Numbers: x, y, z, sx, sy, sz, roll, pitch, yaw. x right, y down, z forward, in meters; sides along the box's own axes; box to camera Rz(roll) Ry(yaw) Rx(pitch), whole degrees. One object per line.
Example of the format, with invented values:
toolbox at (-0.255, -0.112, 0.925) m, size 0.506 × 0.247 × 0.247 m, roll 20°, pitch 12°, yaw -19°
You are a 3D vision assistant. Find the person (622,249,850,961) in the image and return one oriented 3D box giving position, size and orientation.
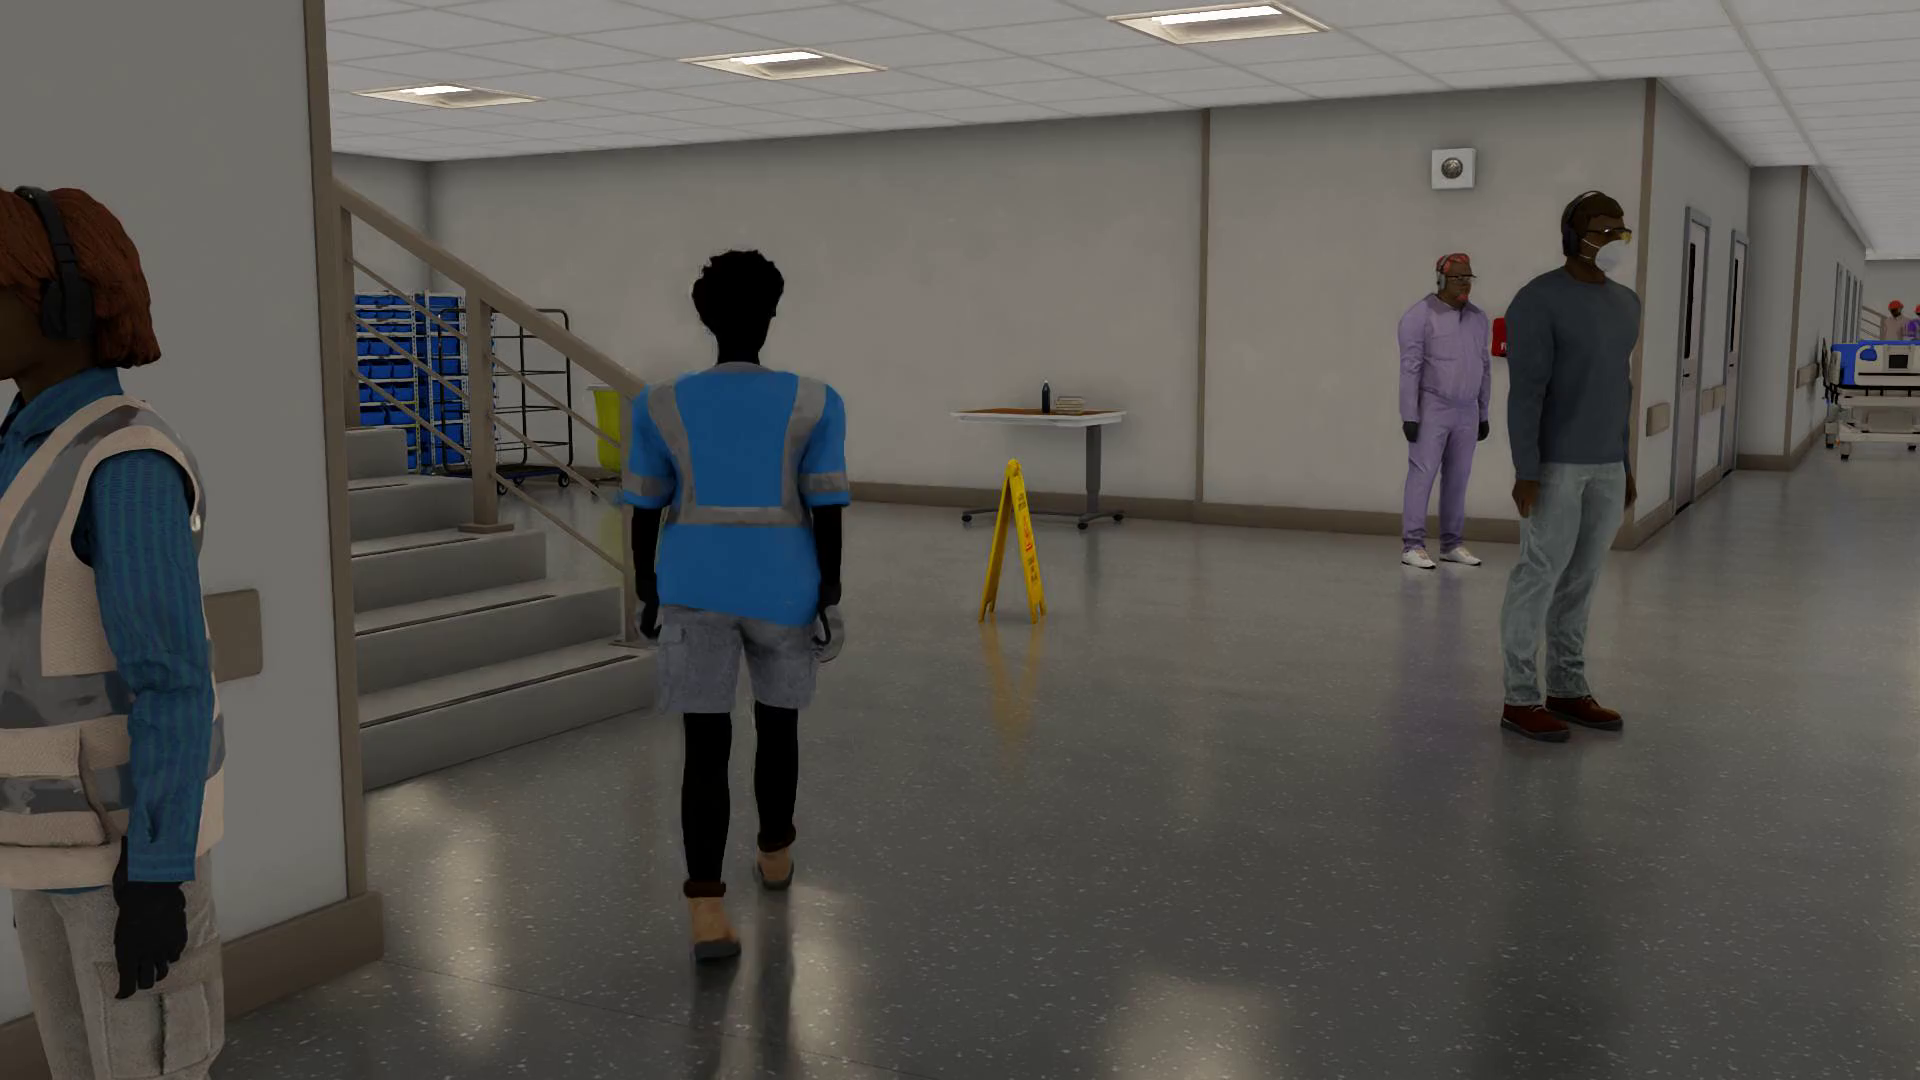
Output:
person at (-0.535, 0.135, 3.989) m, size 0.541 × 1.657 × 0.856 m, roll -1°, pitch 7°, yaw -4°

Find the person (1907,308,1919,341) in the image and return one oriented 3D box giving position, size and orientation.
person at (19.346, -3.832, 33.533) m, size 0.566 × 1.912 × 0.562 m, roll -1°, pitch 7°, yaw -6°

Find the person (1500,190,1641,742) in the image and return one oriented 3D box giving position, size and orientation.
person at (2.193, -0.261, 5.952) m, size 0.634 × 1.938 × 0.355 m, roll -5°, pitch 9°, yaw -32°

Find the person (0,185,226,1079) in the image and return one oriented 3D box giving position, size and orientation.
person at (-1.083, 0.391, 2.085) m, size 0.307 × 1.636 × 0.525 m, roll -7°, pitch 10°, yaw -44°

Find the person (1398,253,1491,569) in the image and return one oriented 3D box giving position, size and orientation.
person at (2.949, -0.773, 10.060) m, size 0.648 × 1.899 × 0.397 m, roll -3°, pitch 8°, yaw -24°

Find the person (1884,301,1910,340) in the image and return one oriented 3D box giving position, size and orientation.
person at (19.662, -4.050, 35.011) m, size 0.647 × 1.956 × 0.664 m, roll -3°, pitch 8°, yaw -23°
